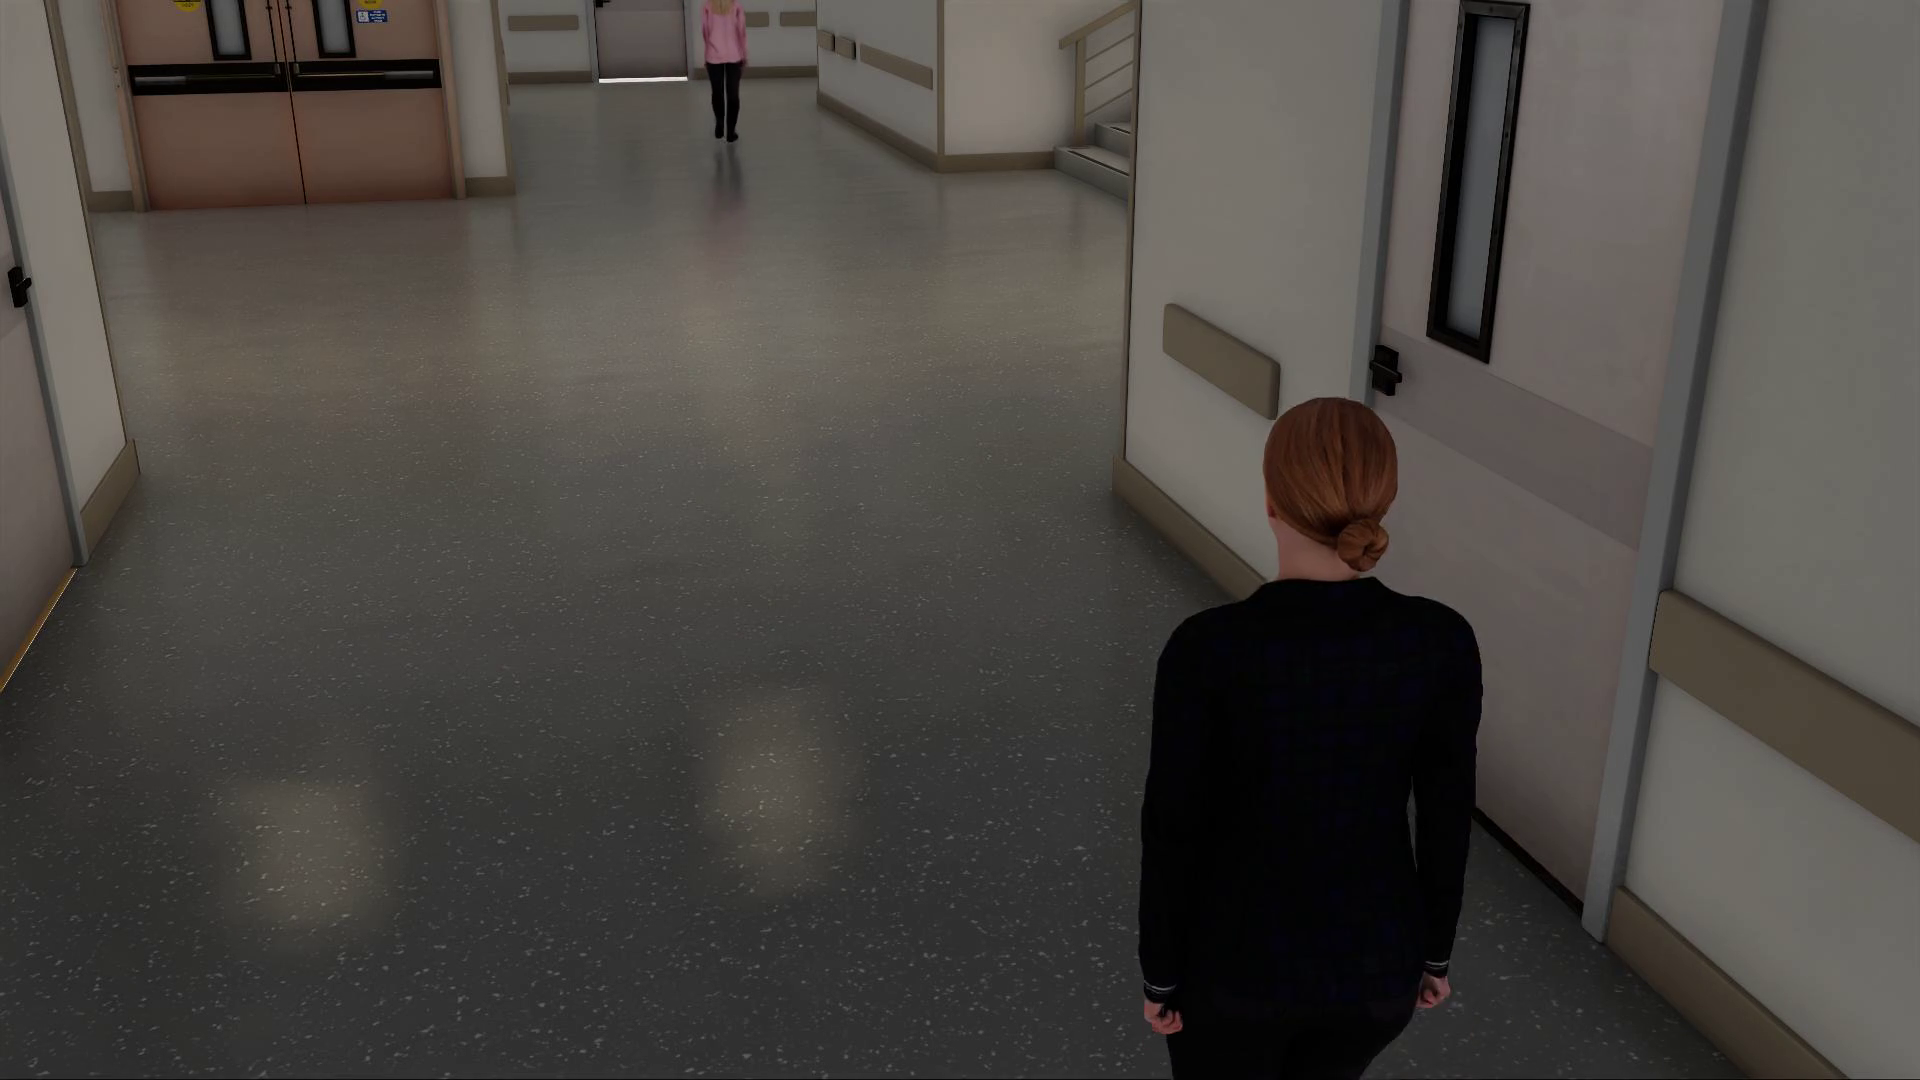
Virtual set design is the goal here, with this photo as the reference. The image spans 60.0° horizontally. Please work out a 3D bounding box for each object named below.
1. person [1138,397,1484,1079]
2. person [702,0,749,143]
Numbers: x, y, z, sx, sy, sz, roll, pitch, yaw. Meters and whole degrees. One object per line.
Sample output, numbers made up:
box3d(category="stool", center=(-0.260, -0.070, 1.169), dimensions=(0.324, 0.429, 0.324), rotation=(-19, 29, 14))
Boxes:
box3d(category="person", center=(0.485, 0.656, 2.291), dimensions=(0.869, 1.668, 0.775), rotation=(-2, 21, -4))
box3d(category="person", center=(-2.412, -4.899, 16.947), dimensions=(0.694, 1.675, 0.754), rotation=(0, 21, 1))
